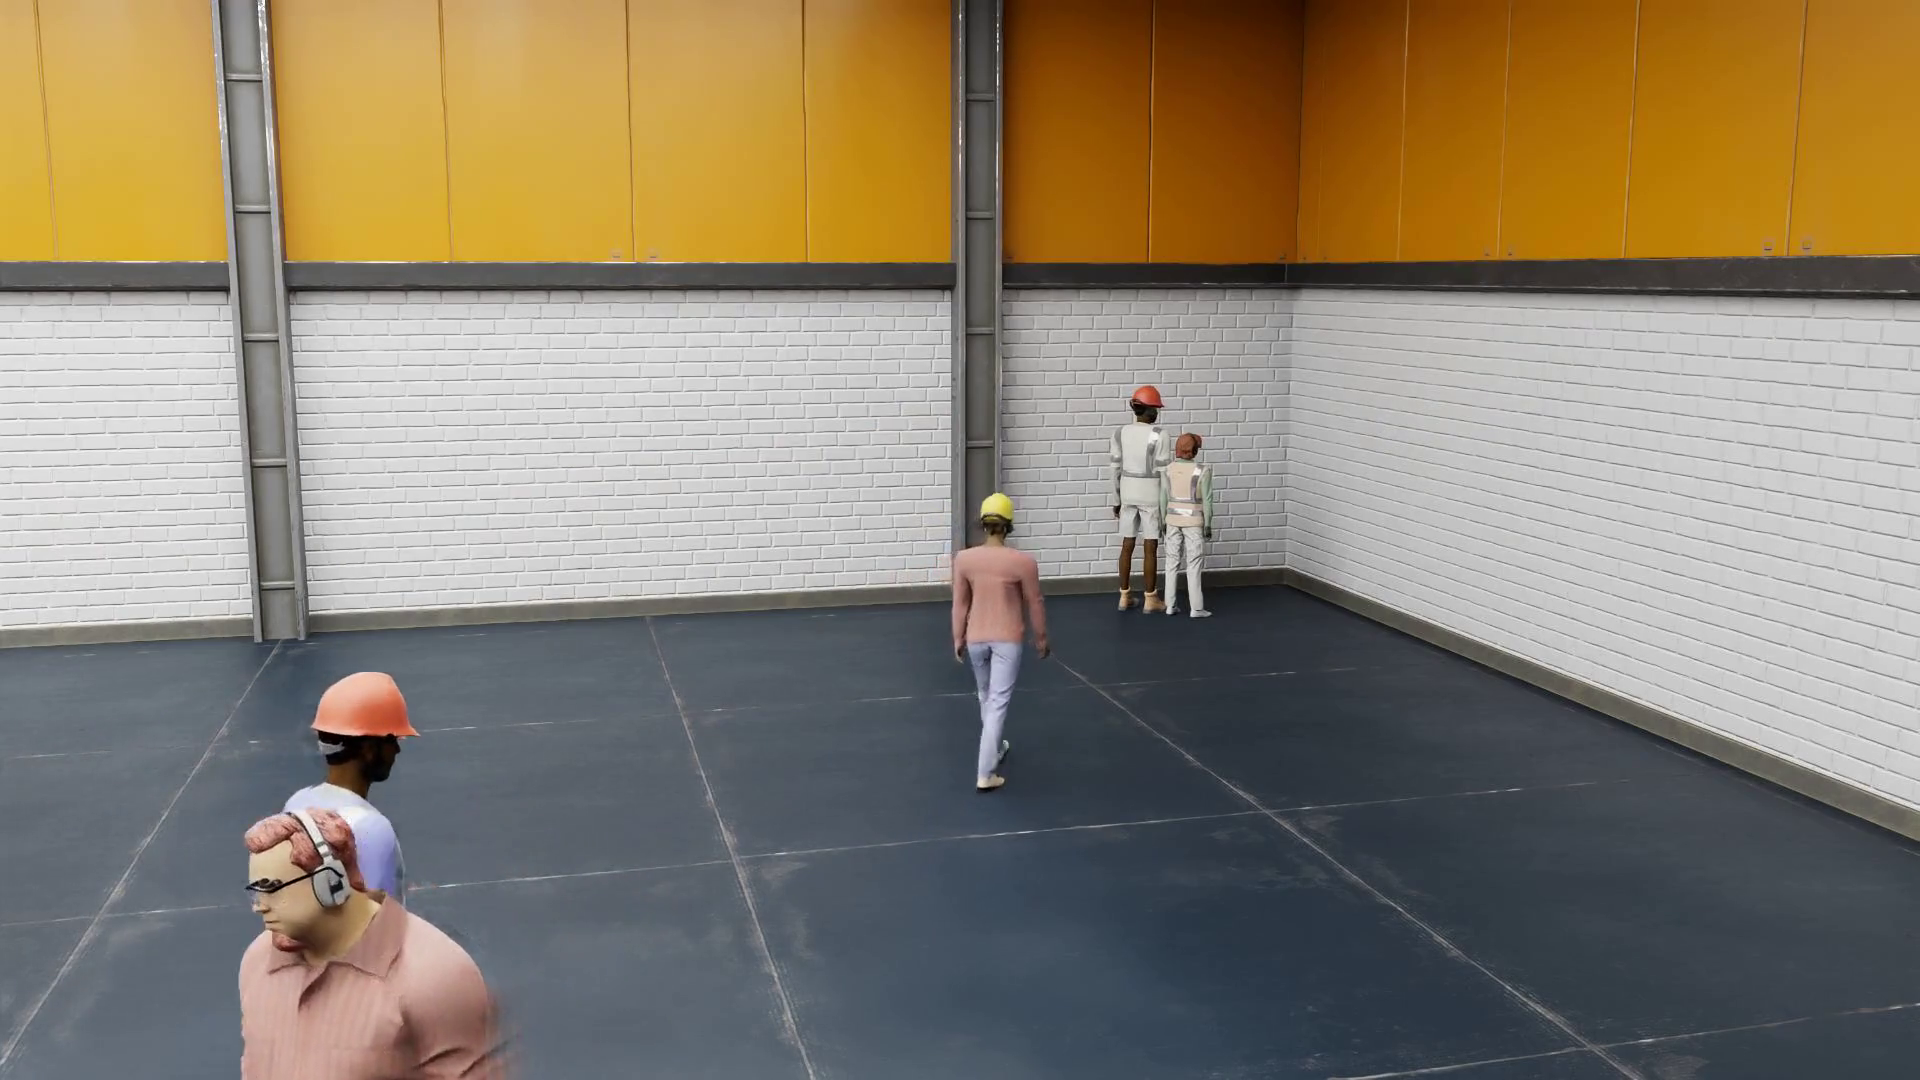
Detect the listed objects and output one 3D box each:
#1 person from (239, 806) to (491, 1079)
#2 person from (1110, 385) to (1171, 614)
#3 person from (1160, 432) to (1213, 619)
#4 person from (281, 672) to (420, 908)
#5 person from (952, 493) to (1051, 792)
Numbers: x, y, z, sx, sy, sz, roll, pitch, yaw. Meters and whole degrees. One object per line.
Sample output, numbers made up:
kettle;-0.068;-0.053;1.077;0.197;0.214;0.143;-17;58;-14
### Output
person;-1.332;1.507;3.715;0.678;1.885;0.419;4;10;21
person;1.645;-0.366;14.923;0.612;2.039;0.392;7;11;37
person;1.992;-0.125;14.667;0.515;1.642;0.314;7;12;38
person;-1.670;1.318;4.884;0.560;1.885;0.968;8;12;42
person;0.262;0.584;9.945;0.545;1.729;0.841;4;10;24
